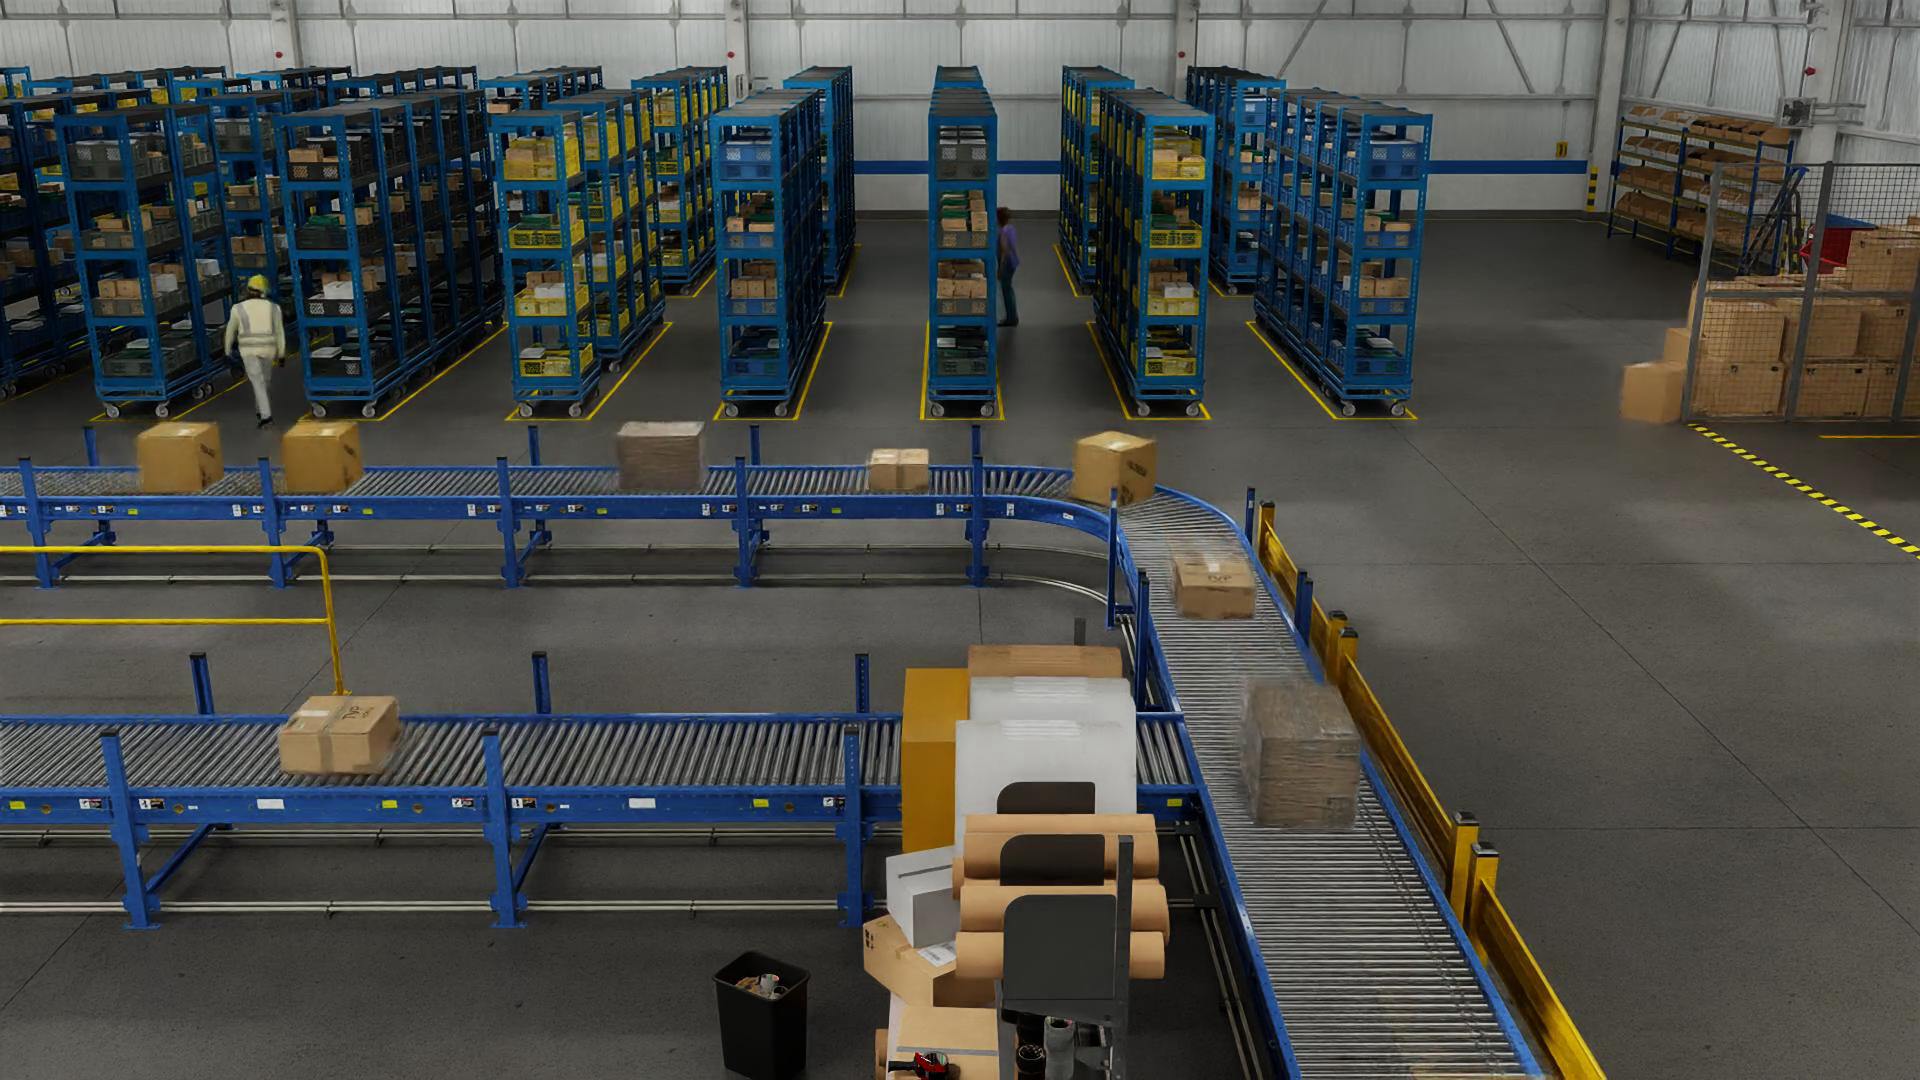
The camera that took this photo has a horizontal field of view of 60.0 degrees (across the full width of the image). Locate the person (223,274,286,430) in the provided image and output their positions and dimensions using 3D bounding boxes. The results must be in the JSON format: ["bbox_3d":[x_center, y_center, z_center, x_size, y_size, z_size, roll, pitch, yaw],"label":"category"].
[{"bbox_3d":[-8.272,-2.218,19.601,0.658,1.781,0.932,-14,22,-36],"label":"person"}]

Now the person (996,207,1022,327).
[{"bbox_3d":[0.735,-4.197,25.605,0.392,1.831,0.669,4,18,13],"label":"person"}]
